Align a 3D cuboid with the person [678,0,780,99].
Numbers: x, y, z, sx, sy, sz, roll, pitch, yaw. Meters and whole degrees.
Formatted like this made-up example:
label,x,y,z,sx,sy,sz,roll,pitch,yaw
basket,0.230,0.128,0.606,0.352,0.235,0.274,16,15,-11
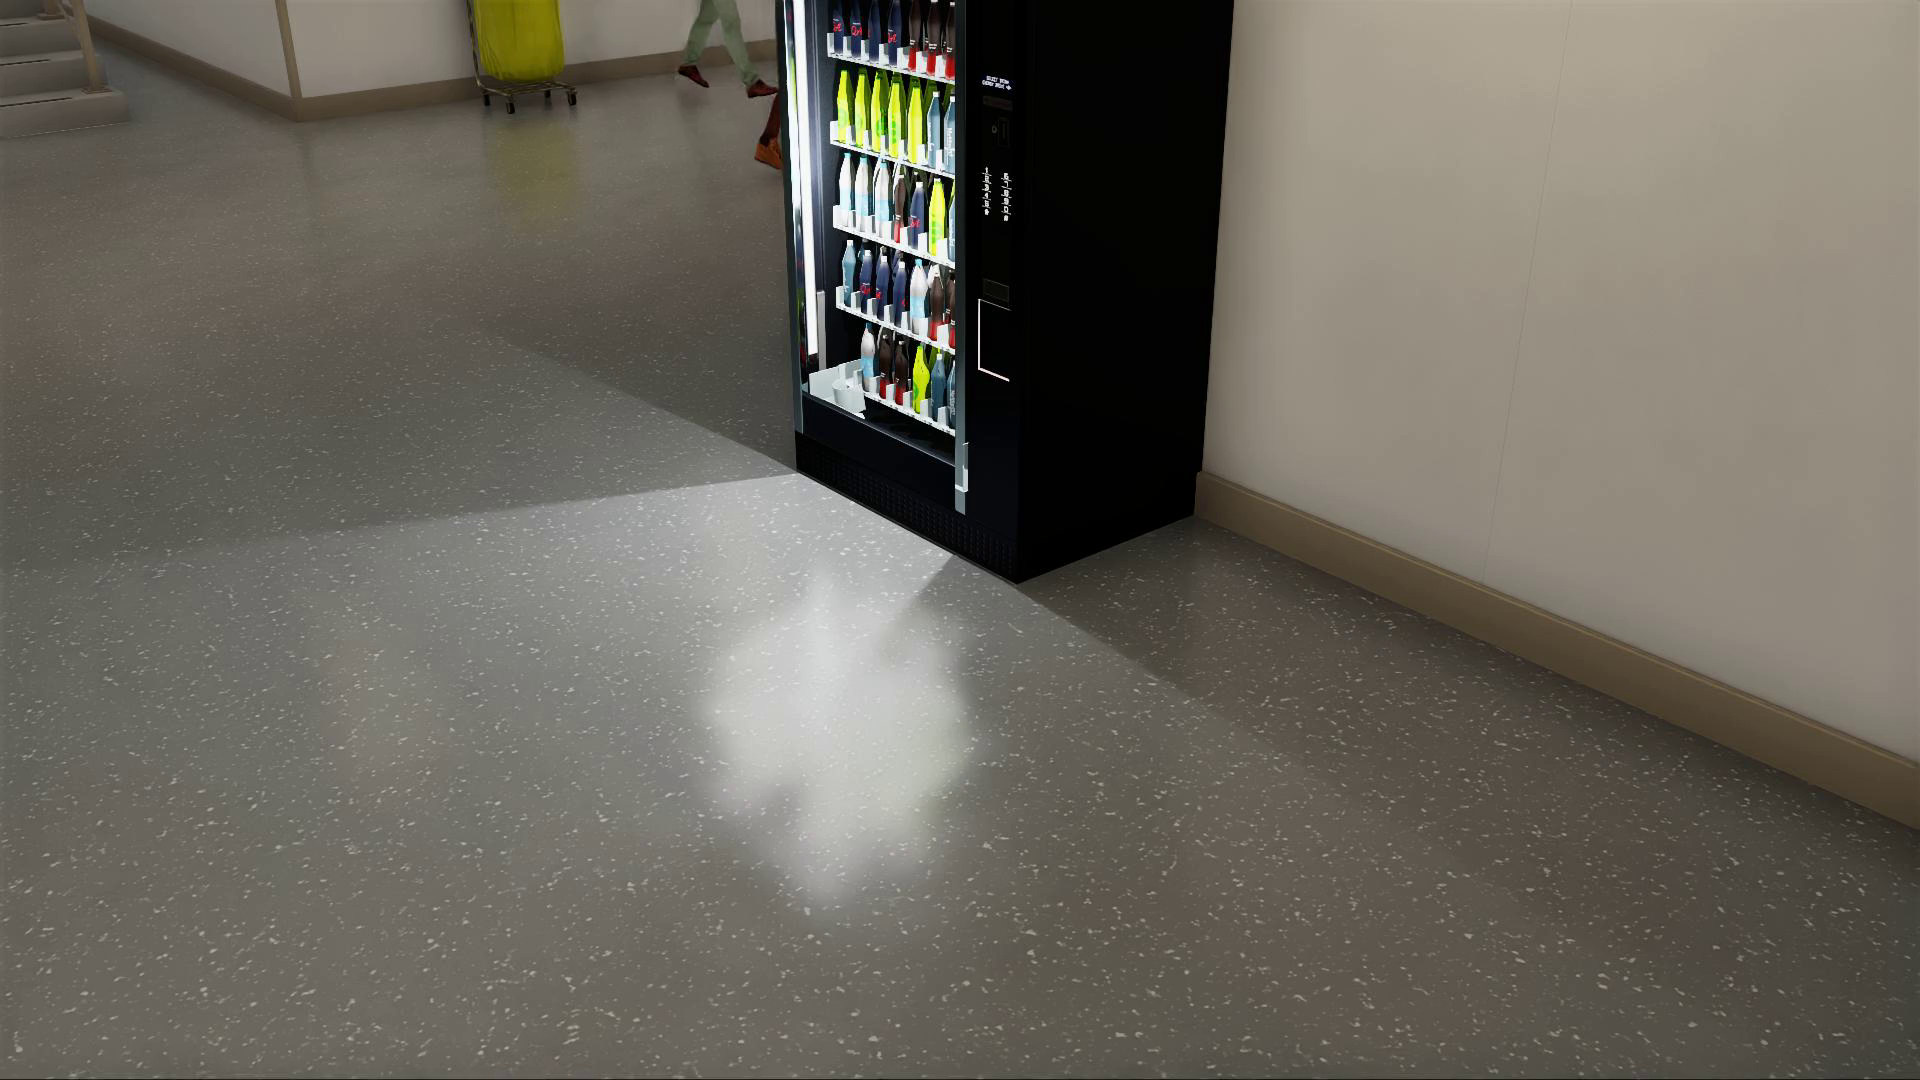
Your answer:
label,x,y,z,sx,sy,sz,roll,pitch,yaw
person,-1.826,-4.124,12.023,1.385,1.815,0.853,20,32,35
